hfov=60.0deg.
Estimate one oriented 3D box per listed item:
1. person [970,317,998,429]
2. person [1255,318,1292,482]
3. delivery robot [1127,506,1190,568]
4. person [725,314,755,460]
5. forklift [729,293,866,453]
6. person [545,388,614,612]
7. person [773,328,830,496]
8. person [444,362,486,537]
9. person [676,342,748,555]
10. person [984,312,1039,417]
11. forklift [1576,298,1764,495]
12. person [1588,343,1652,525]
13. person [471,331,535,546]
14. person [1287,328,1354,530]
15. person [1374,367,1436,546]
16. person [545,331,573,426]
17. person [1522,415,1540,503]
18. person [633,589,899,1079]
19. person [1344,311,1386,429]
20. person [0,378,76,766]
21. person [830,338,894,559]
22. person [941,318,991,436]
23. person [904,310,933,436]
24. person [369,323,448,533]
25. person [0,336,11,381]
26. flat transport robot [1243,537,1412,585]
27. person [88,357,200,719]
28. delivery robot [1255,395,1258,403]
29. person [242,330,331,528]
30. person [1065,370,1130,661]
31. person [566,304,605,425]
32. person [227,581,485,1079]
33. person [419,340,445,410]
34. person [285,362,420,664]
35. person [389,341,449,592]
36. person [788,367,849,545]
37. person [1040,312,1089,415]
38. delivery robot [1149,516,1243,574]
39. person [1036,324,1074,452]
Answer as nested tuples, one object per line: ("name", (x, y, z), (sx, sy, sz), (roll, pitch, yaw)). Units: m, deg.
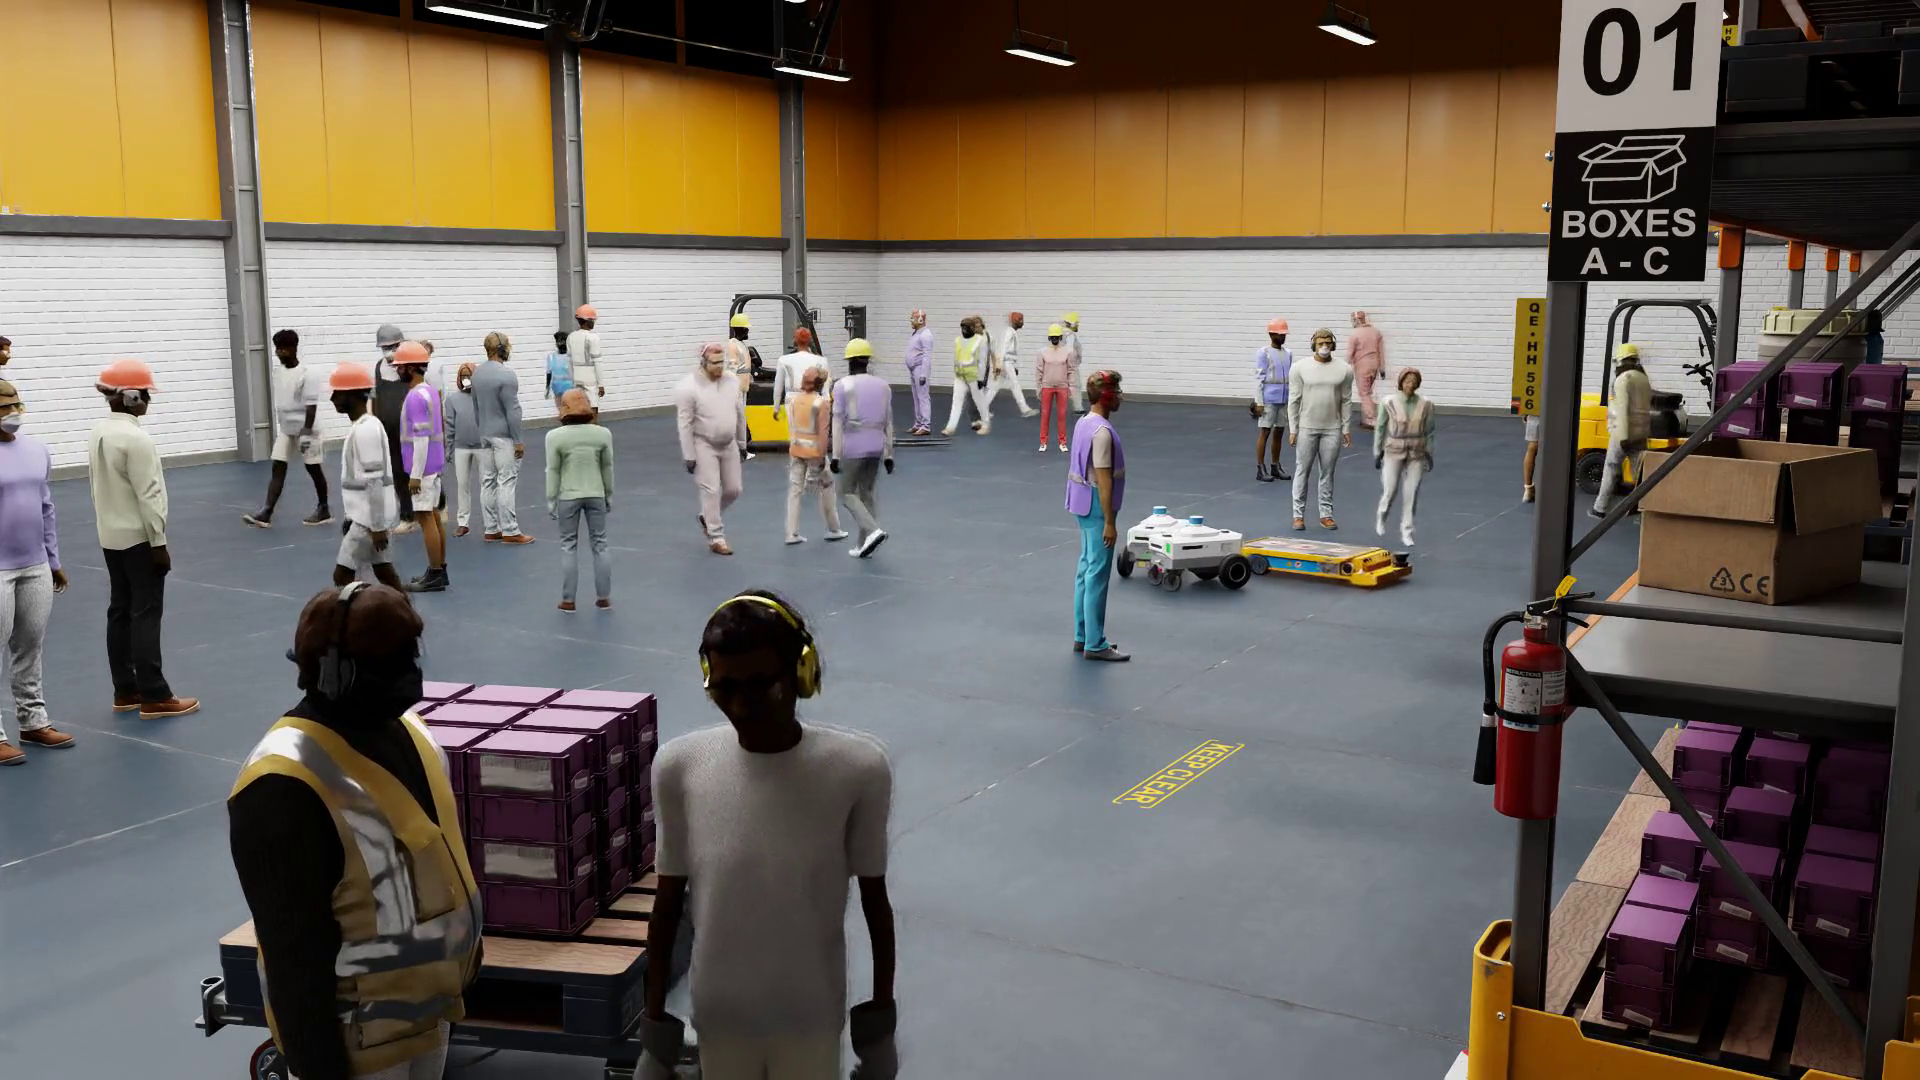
("person", (0.281, -2.652, 26.459), (0.581, 1.779, 0.845), (-4, 10, -24))
("person", (3.739, -1.659, 19.694), (0.551, 1.936, 0.356), (-6, 11, -34))
("delivery robot", (1.627, -0.031, 13.546), (0.477, 0.478, 0.707), (4, 10, 25))
("person", (-2.915, -2.027, 22.026), (0.367, 1.928, 0.584), (1, 9, 5))
("forklift", (-2.458, -2.344, 23.176), (2.313, 2.155, 1.214), (0, 9, -2))
("person", (-2.759, -0.286, 12.104), (0.514, 1.624, 0.284), (-5, 10, -29))
("person", (-1.790, -1.452, 18.707), (0.593, 1.839, 0.958), (-2, 9, -13))
("person", (-4.548, -0.839, 15.525), (0.507, 1.633, 0.277), (-1, 9, -5))
("person", (-2.188, -0.807, 14.592), (0.698, 1.871, 0.581), (-8, 12, -41))
("person", (0.789, -2.976, 28.391), (1.068, 1.797, 0.582), (0, 9, 1))
("forklift", (7.954, -1.589, 18.462), (2.313, 2.155, 1.214), (5, 11, 30))
("person", (6.605, -1.041, 16.391), (0.610, 1.775, 0.789), (-6, 11, -32))
("person", (-4.154, -0.914, 15.044), (0.631, 1.940, 0.372), (8, 12, 40))
("person", (3.450, -1.058, 15.944), (0.629, 1.940, 0.379), (0, 9, -1))
("person", (4.009, -0.760, 15.062), (0.532, 1.622, 0.444), (0, 9, 0))
("person", (-5.558, -2.133, 23.522), (0.529, 1.663, 0.845), (3, 10, 19))
("person", (6.260, -1.395, 17.721), (0.397, 2.043, 0.609), (-6, 11, -33))
("person", (-0.396, 1.004, 3.391), (0.512, 1.843, 0.404), (1, 9, 6))
("person", (6.390, -2.685, 26.327), (0.663, 1.866, 0.717), (-6, 11, -32))
("person", (-4.809, 0.148, 8.413), (0.371, 1.941, 0.627), (3, 10, 18))
("person", (-0.823, -0.769, 14.231), (0.612, 1.903, 0.549), (-7, 12, -39))
("person", (0.134, -2.465, 25.190), (0.644, 1.791, 0.969), (6, 11, 33))
("person", (-0.633, -2.545, 25.322), (0.410, 1.909, 0.642), (-3, 10, -18))
("person", (-5.228, -1.070, 15.696), (0.709, 2.000, 0.631), (1, 9, 9))
("person", (-9.210, -1.026, 15.981), (0.328, 1.865, 0.520), (-9, 13, -44))
("flat transport robot", (2.880, 0.154, 13.567), (1.431, 0.197, 0.652), (7, 12, 38))
("person", (-4.563, -0.008, 9.212), (0.608, 1.996, 0.376), (7, 11, 37))
("delivery robot", (5.252, -2.342, 27.967), (0.477, 0.478, 0.707), (-3, 10, -16))
("person", (-6.445, -1.045, 15.922), (0.627, 1.913, 0.980), (5, 10, 27))
("person", (0.871, -0.154, 10.600), (0.380, 1.841, 0.570), (-1, 9, -8))
("person", (-4.978, -2.123, 22.264), (0.609, 2.043, 0.376), (6, 11, 34))
("person", (-1.202, 0.994, 3.442), (0.429, 1.843, 0.627), (1, 9, 3))
("person", (-6.859, -1.727, 21.149), (0.624, 1.610, 0.314), (-1, 9, -6))
("person", (-3.835, -0.147, 10.369), (0.877, 1.899, 0.563), (-3, 10, -17))
("person", (-4.182, -0.563, 12.855), (0.372, 1.935, 0.551), (-1, 9, -6))
("person", (-1.318, -0.772, 15.188), (0.528, 1.608, 0.736), (7, 11, 36))
("person", (1.824, -3.042, 28.778), (0.815, 1.803, 0.591), (-2, 9, -11))
("delivery robot", (1.842, 0.055, 13.010), (0.707, 0.478, 0.477), (-4, 10, -22))
("person", (1.310, -2.091, 22.929), (0.534, 1.767, 0.317), (0, 9, -1))
